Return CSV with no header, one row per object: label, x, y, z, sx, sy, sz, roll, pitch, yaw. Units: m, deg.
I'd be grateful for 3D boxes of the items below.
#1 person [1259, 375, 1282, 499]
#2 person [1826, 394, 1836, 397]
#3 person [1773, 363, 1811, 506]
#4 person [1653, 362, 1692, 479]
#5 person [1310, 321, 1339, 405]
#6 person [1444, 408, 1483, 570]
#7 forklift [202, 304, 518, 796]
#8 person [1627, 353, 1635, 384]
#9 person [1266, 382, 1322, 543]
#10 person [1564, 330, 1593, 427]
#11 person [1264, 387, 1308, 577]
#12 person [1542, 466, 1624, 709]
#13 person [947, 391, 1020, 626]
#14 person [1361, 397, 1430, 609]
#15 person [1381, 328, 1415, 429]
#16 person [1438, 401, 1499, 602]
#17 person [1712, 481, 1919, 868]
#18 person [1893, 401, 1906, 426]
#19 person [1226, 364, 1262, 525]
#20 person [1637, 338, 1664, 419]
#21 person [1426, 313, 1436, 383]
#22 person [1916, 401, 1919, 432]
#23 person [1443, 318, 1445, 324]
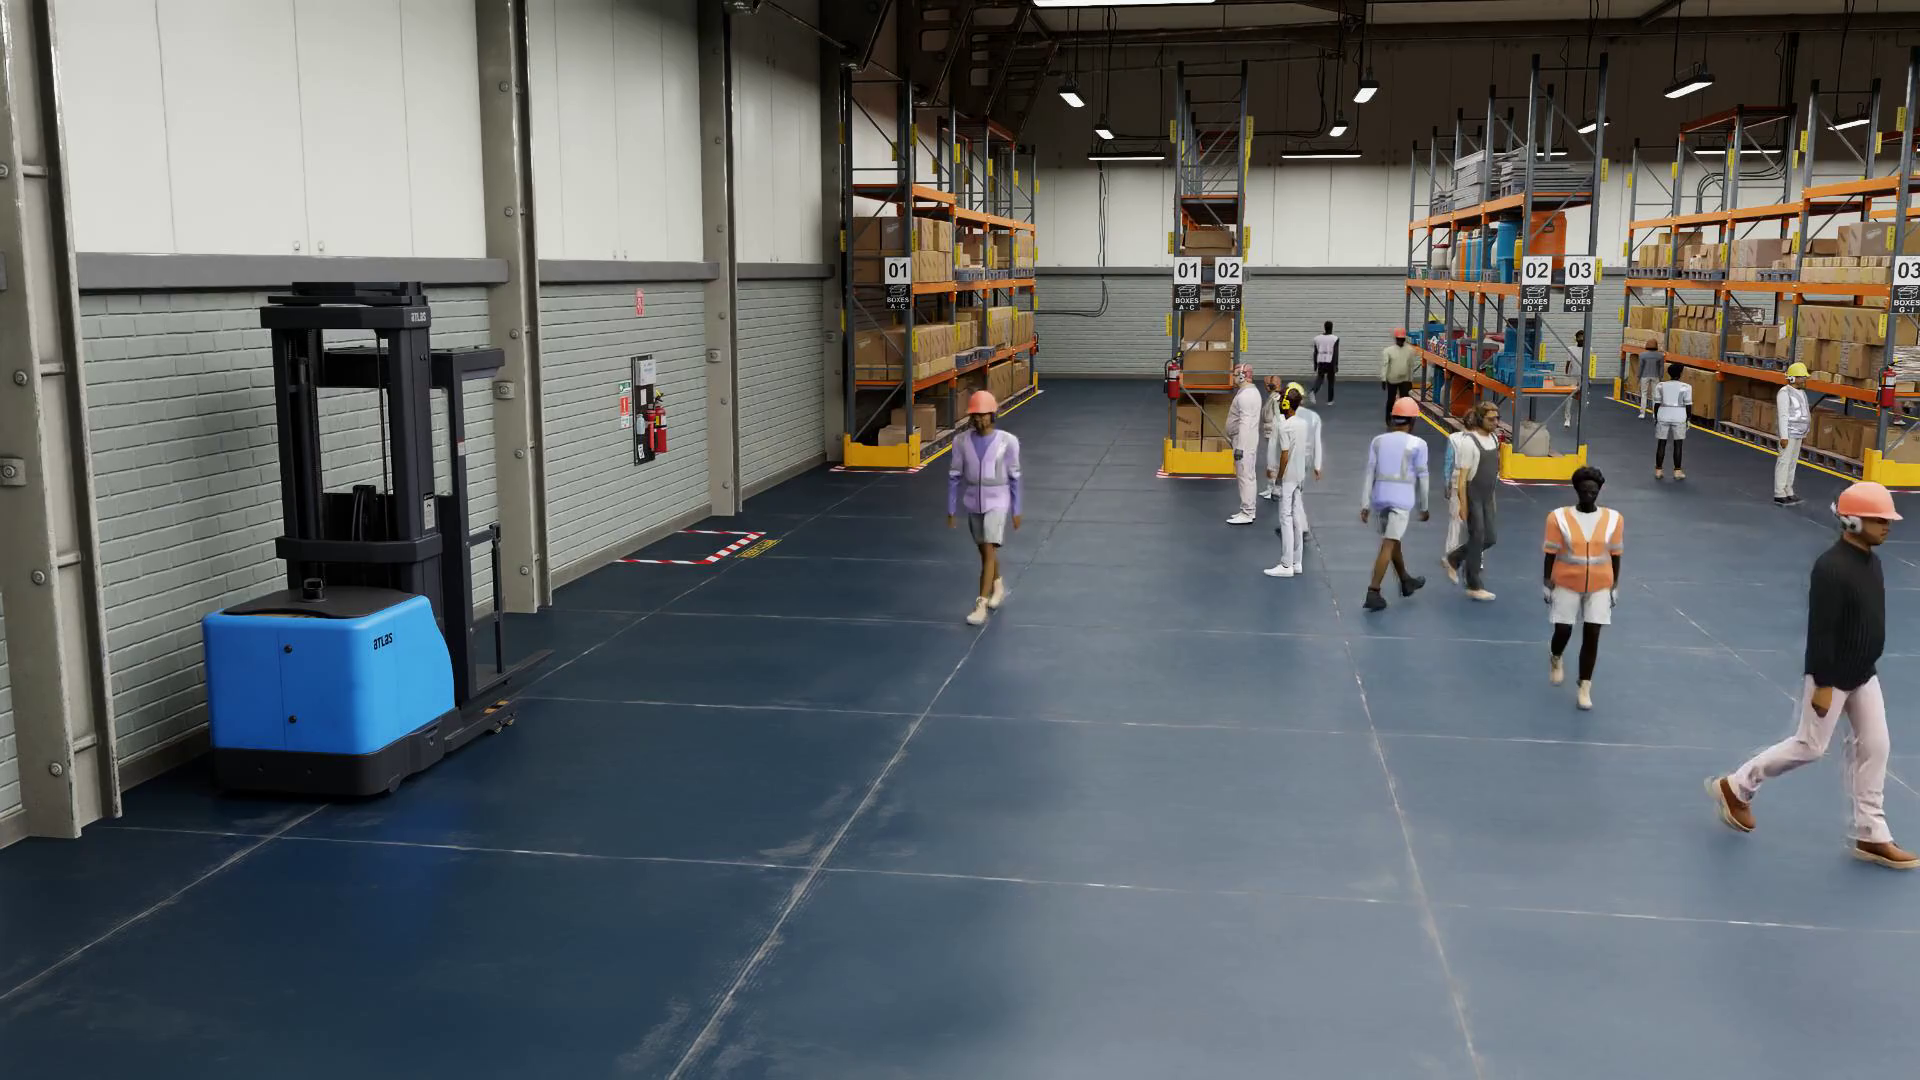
person,4.150,-1.361,22.005,0.315,1.636,0.515,0,9,1
person,20.945,-4.361,39.630,0.515,1.922,0.551,0,9,1
person,10.732,-1.367,21.436,0.590,1.833,0.404,-9,13,-43
person,10.322,-1.734,24.109,0.540,1.697,0.317,7,12,38
person,8.182,-3.975,37.352,0.598,1.898,0.827,7,11,36
person,5.150,-0.522,16.812,0.513,1.642,0.313,2,10,14
forklift,-3.673,-0.038,10.147,1.129,2.768,1.873,1,9,9
person,17.573,-4.887,43.160,0.353,1.835,0.583,0,9,0
person,3.729,-0.862,18.502,0.587,1.784,0.949,-3,10,-19
person,11.966,-3.124,32.157,0.519,1.873,0.335,1,9,8
person,3.242,-0.579,16.471,0.327,1.870,0.516,7,11,36
person,4.321,0.306,11.585,0.535,1.682,0.503,2,9,11
person,0.235,-0.322,14.530,0.624,1.997,1.047,4,10,23
person,3.951,-0.347,15.009,1.026,1.872,0.546,-8,12,-41
person,8.261,-3.045,31.452,0.638,1.947,1.030,0,9,1
person,4.709,-0.374,15.309,0.524,1.830,0.567,-8,12,-41
person,4.478,0.653,8.607,0.628,1.962,0.943,-7,12,-38
person,18.270,-3.202,32.541,0.399,1.905,0.642,-7,12,-38
person,3.370,-1.149,19.863,0.401,1.907,0.646,3,10,20
person,14.069,-3.290,33.905,0.507,1.631,0.265,2,9,14
person,12.301,-4.978,43.489,0.505,1.892,0.634,5,11,30
person,16.483,-2.462,28.122,0.585,1.859,0.817,-1,9,-7
person,12.613,-4.832,42.902,0.616,1.794,0.717,8,12,39
